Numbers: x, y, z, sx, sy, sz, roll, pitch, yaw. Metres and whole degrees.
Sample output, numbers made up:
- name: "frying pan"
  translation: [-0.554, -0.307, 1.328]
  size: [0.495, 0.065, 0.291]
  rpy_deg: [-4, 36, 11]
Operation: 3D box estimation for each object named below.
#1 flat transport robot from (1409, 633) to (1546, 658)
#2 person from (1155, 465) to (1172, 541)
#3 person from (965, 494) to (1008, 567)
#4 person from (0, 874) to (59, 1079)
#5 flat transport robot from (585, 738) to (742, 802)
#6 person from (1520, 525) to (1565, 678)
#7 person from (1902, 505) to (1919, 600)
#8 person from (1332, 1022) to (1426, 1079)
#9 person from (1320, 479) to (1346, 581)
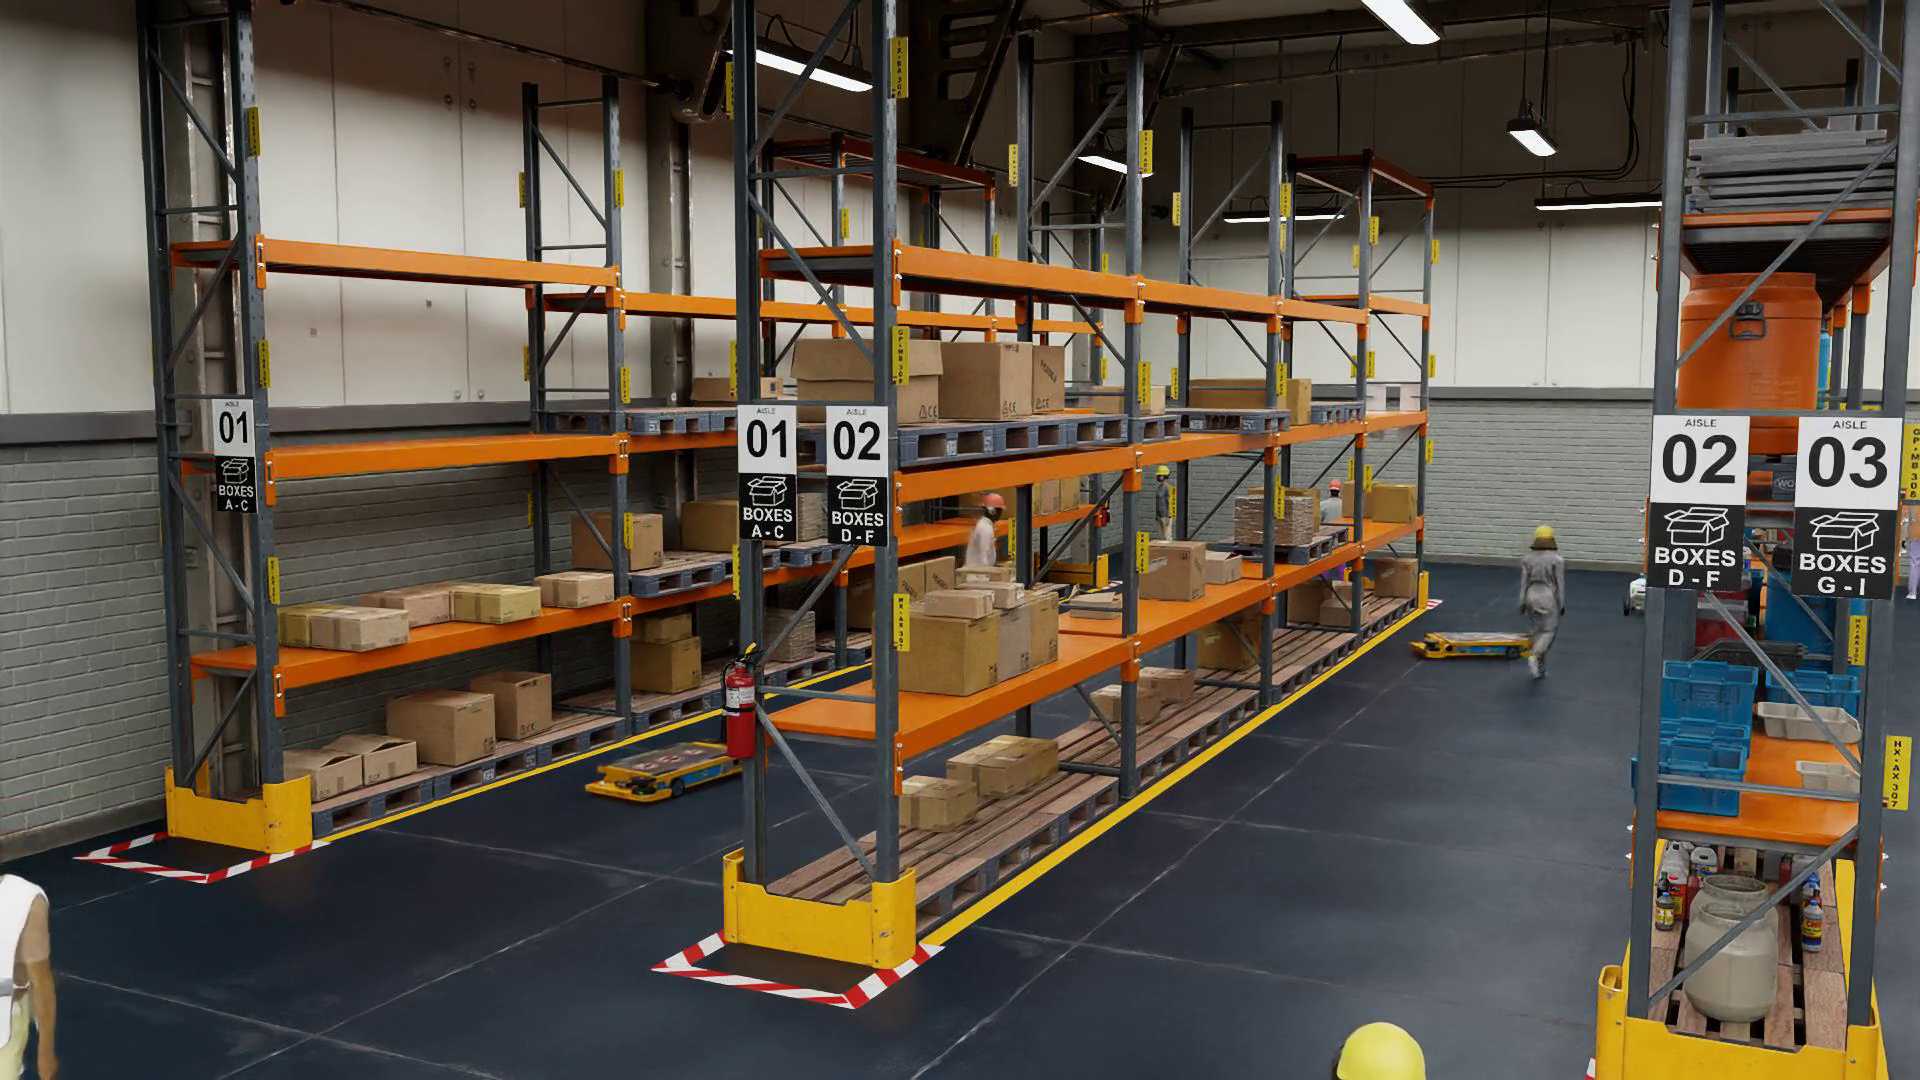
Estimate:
- name: "flat transport robot"
  translation: [6.167, 1.251, 19.839]
  size: [1.431, 0.197, 0.652]
  rpy_deg: [0, 6, -3]
- name: "person"
  translation: [3.510, -0.404, 28.730]
  size: [0.316, 1.769, 0.524]
  rpy_deg: [-2, 6, -16]
- name: "person"
  translation: [0.330, 0.424, 19.889]
  size: [0.818, 1.944, 0.654]
  rpy_deg: [0, 6, -3]
- name: "person"
  translation: [-3.661, 1.888, 6.125]
  size: [0.584, 1.832, 0.501]
  rpy_deg: [0, 6, 4]
- name: "flat transport robot"
  translation: [-2.342, 1.882, 13.700]
  size: [0.652, 0.197, 1.431]
  rpy_deg: [4, 7, 32]
- name: "person"
  translation: [6.359, 0.696, 18.314]
  size: [0.644, 1.715, 0.504]
  rpy_deg: [-6, 8, -44]
- name: "person"
  translation: [14.262, -0.057, 24.600]
  size: [0.590, 1.923, 0.383]
  rpy_deg: [3, 7, 29]
- name: "person"
  translation: [1.064, 2.110, 4.385]
  size: [0.537, 1.756, 0.381]
  rpy_deg: [-3, 6, -24]
- name: "person"
  translation: [5.710, -0.051, 25.362]
  size: [0.562, 1.752, 0.324]
  rpy_deg: [1, 6, 11]
